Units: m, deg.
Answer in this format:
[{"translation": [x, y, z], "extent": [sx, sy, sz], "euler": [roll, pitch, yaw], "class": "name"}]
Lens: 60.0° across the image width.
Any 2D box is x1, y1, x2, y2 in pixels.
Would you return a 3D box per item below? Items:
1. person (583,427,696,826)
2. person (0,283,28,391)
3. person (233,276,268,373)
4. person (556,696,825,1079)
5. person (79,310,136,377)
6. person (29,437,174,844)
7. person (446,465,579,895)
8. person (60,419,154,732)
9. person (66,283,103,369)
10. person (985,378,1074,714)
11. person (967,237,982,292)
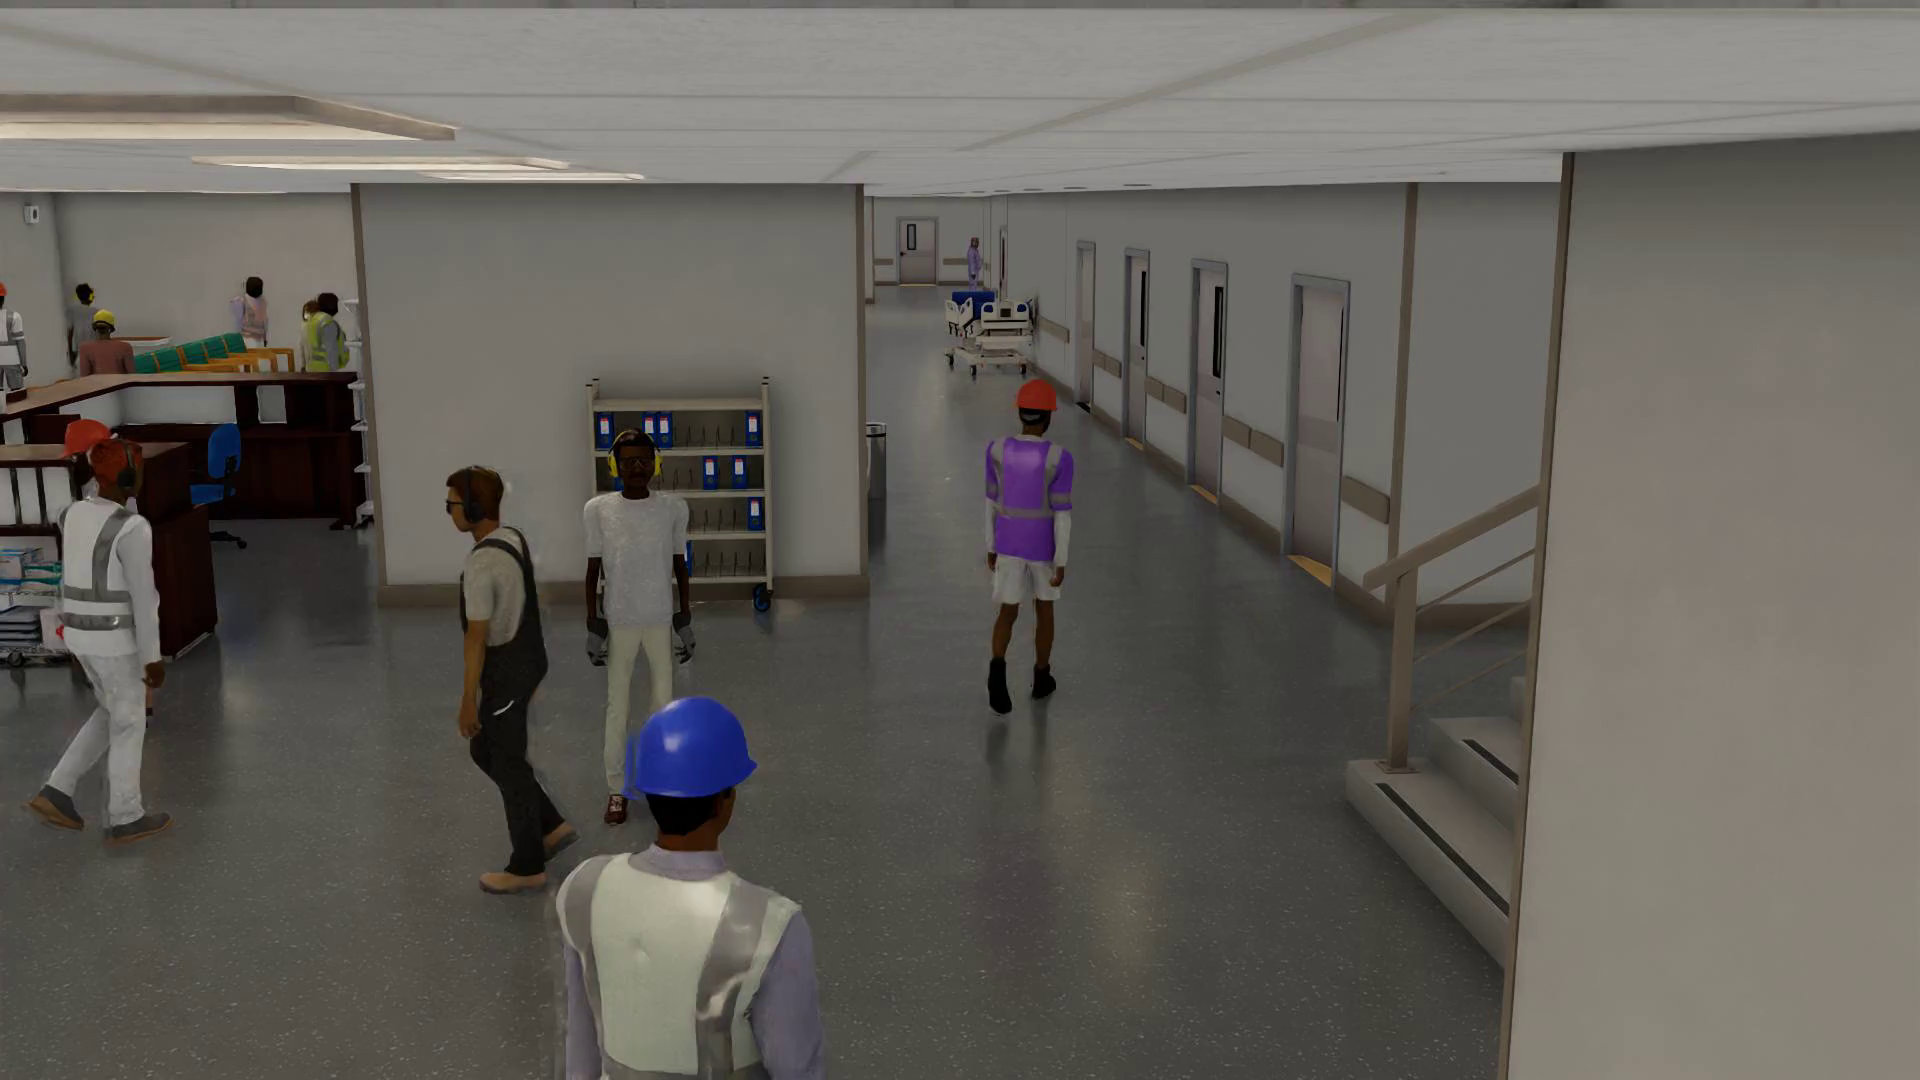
[{"translation": [-1.499, 0.402, 7.805], "extent": [0.514, 1.876, 0.328], "euler": [-4, 12, -19], "class": "person"}, {"translation": [-11.646, -2.176, 20.242], "extent": [0.546, 1.942, 0.348], "euler": [-3, 12, -15], "class": "person"}, {"translation": [-10.646, -3.035, 24.812], "extent": [0.699, 1.808, 0.637], "euler": [3, 12, 14], "class": "person"}, {"translation": [-0.576, 1.275, 3.448], "extent": [0.620, 1.919, 0.904], "euler": [6, 13, 27], "class": "person"}, {"translation": [-8.983, -1.546, 17.591], "extent": [0.533, 1.768, 0.311], "euler": [-5, 12, -22], "class": "person"}, {"translation": [-3.864, 0.472, 7.495], "extent": [0.589, 1.865, 0.540], "euler": [8, 14, 33], "class": "person"}, {"translation": [-1.922, 0.595, 6.955], "extent": [0.396, 1.828, 0.534], "euler": [0, 12, -1], "class": "person"}, {"translation": [-4.659, 0.203, 9.093], "extent": [0.337, 1.743, 0.562], "euler": [-3, 12, -15], "class": "person"}, {"translation": [-11.510, -2.464, 21.936], "extent": [0.509, 1.840, 0.878], "euler": [0, 12, 0], "class": "person"}, {"translation": [0.370, 0.040, 9.495], "extent": [0.541, 1.909, 0.822], "euler": [4, 12, 17], "class": "person"}, {"translation": [0.399, -7.279, 45.262], "extent": [0.410, 1.909, 0.642], "euler": [1, 12, 5], "class": "person"}]
